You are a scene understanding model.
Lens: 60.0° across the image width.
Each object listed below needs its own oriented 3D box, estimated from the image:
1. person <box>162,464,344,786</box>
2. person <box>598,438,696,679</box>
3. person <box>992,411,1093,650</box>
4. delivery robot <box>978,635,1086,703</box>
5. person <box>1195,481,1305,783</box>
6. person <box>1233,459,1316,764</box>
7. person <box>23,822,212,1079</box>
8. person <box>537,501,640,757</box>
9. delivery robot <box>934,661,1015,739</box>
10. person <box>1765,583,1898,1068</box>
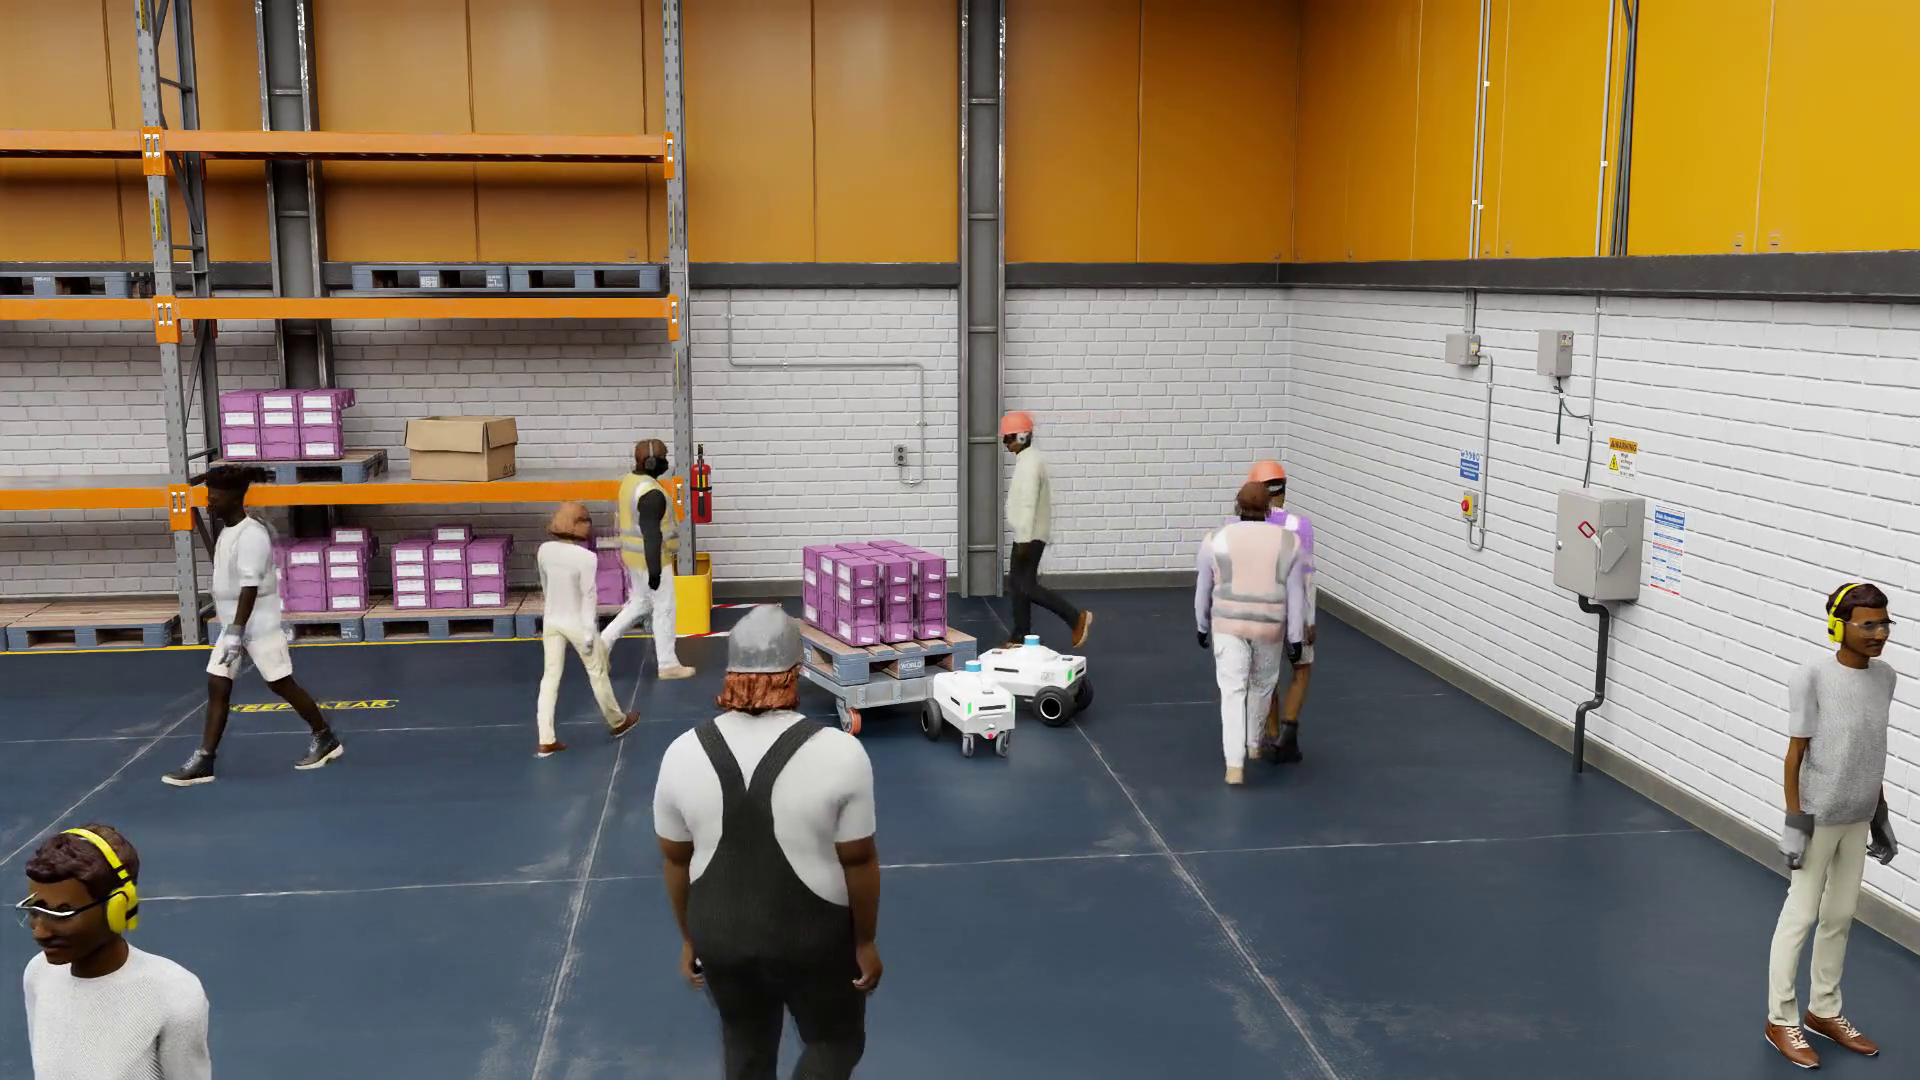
[{"bbox_3d":[-4.249,0.493,9.969,1.025,1.922,0.625,-9,12,-43],"label":"person"},{"bbox_3d":[-2.377,0.153,12.335,0.710,1.826,0.628,-5,10,-28],"label":"person"},{"bbox_3d":[0.633,-0.034,13.085,0.727,1.962,0.641,-1,9,-4],"label":"person"},{"bbox_3d":[0.490,0.894,11.373,0.707,0.478,0.477,4,10,23],"label":"delivery robot"},{"bbox_3d":[1.750,0.540,10.078,0.637,1.799,0.951,1,9,5],"label":"person"},{"bbox_3d":[1.943,0.451,10.297,0.583,1.889,0.460,6,11,32],"label":"person"},{"bbox_3d":[-1.855,1.524,3.655,0.515,1.868,0.328,3,10,18],"label":"person"},{"bbox_3d":[-2.430,0.542,10.622,0.511,1.596,0.806,4,10,26],"label":"person"},{"bbox_3d":[0.086,1.015,10.617,0.477,0.478,0.707,-3,10,-19],"label":"delivery robot"},{"bbox_3d":[3.387,1.080,6.405,0.519,1.874,0.326,-3,10,-19],"label":"person"}]
